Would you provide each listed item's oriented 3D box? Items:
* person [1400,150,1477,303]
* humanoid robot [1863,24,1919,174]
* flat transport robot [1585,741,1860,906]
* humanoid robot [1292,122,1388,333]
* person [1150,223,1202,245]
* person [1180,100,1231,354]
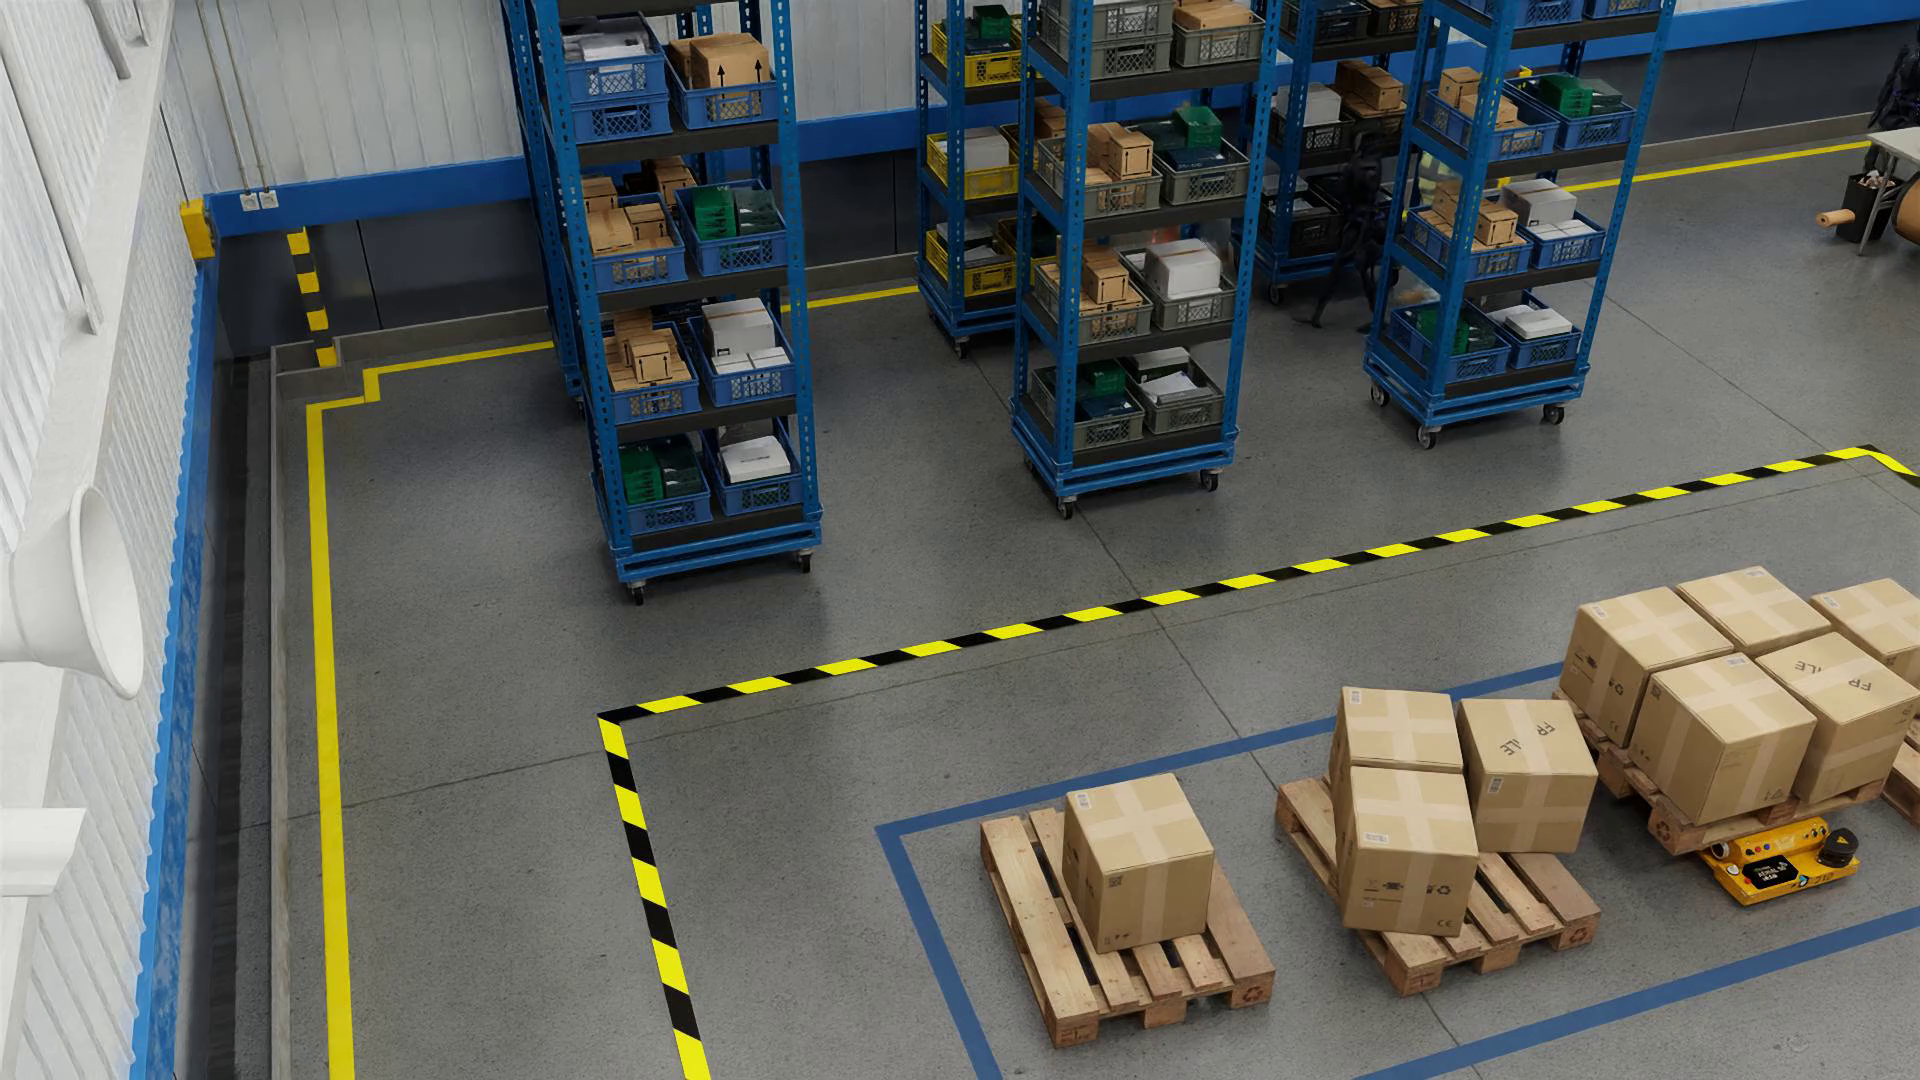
[{"bbox_3d":[3.577,-2.538,12.295,0.429,1.840,0.629,6,36,8],"label":"person"},{"bbox_3d":[7.820,-3.510,13.812,0.339,1.660,0.590,-7,36,-10],"label":"humanoid robot"},{"bbox_3d":[3.738,1.188,8.347,0.652,0.197,1.431,-11,37,-15],"label":"flat transport robot"},{"bbox_3d":[2.853,-2.230,12.024,0.720,1.629,0.584,-4,35,-6],"label":"humanoid robot"},{"bbox_3d":[1.316,-1.685,11.014,0.618,1.921,0.686,7,36,10],"label":"person"},{"bbox_3d":[1.621,-2.156,11.686,0.647,1.916,0.578,28,44,34],"label":"person"}]
